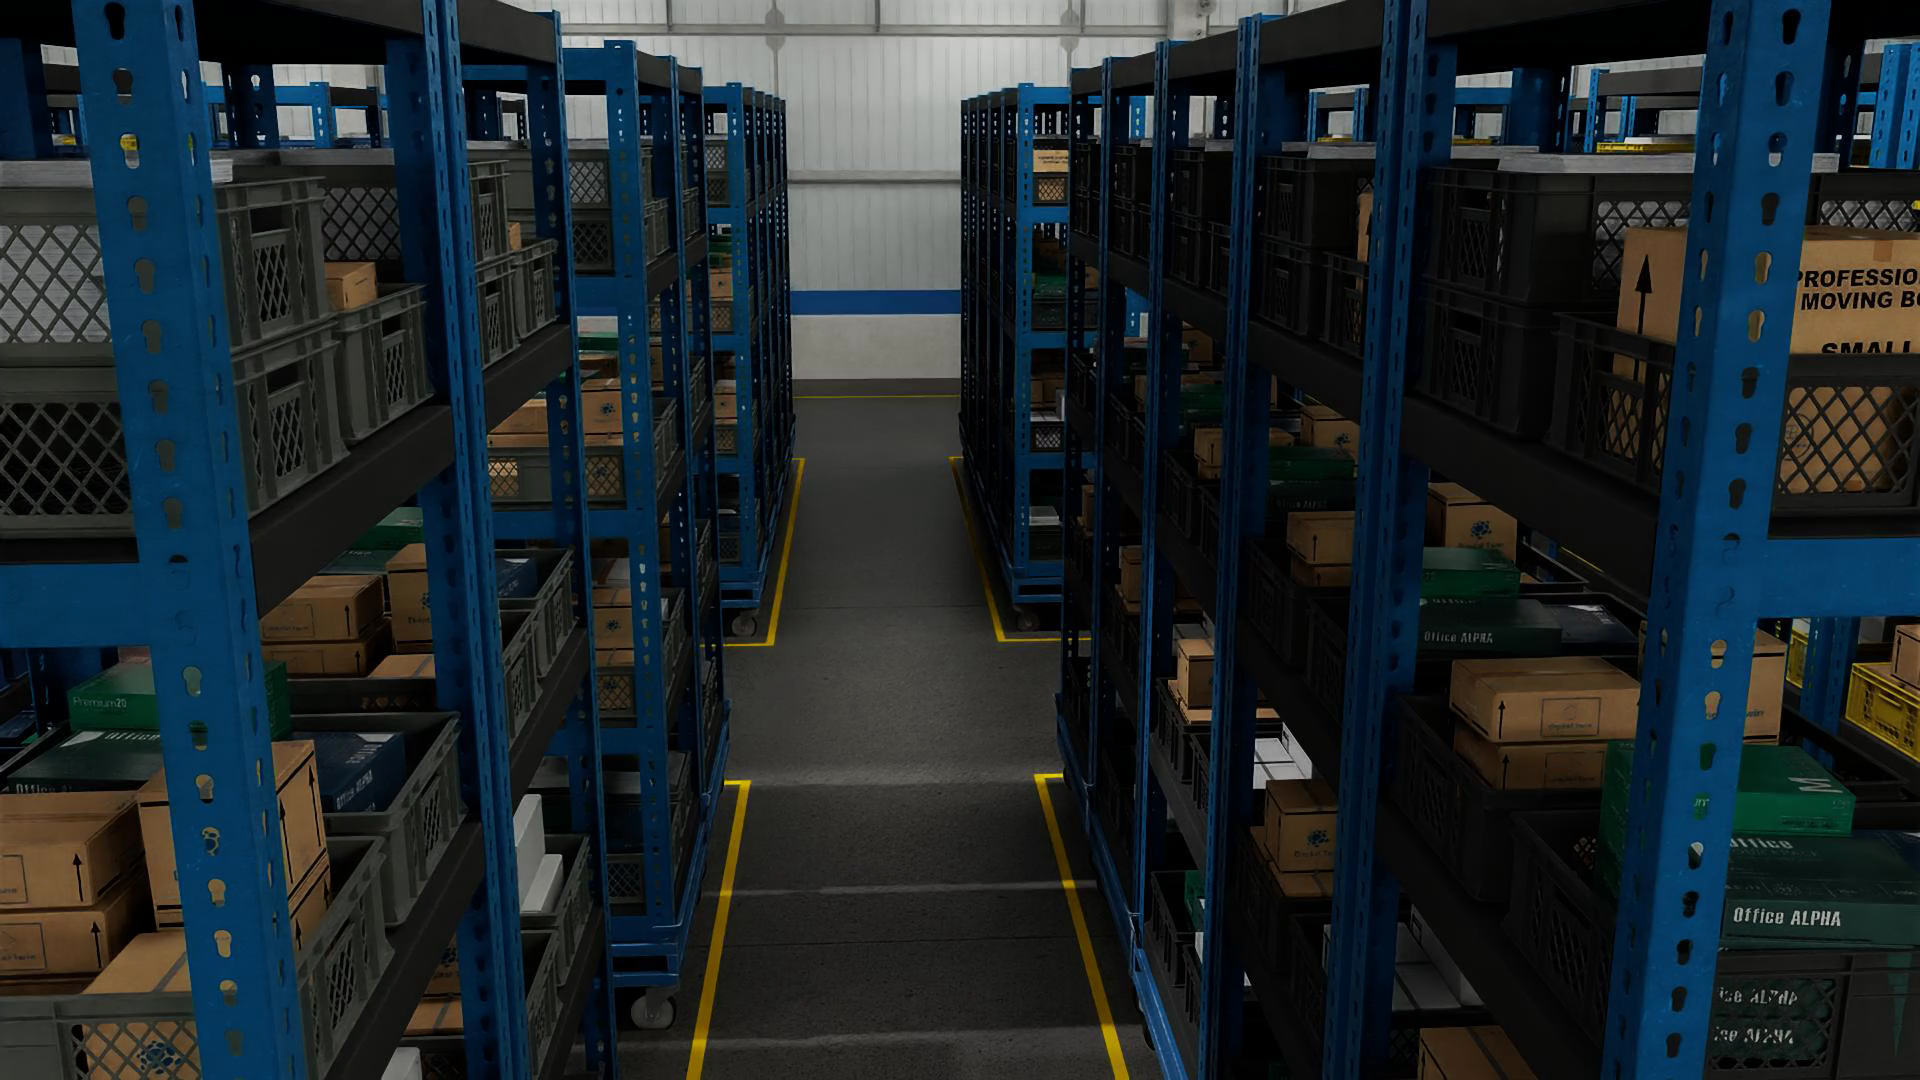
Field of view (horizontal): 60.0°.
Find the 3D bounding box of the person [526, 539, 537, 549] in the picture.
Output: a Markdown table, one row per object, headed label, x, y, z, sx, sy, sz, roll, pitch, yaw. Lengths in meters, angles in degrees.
| label | x | y | z | sx | sy | sz | roll | pitch | yaw |
| --- | --- | --- | --- | --- | --- | --- | --- | --- | --- |
| person | -2.655 | -0.203 | 10.488 | 0.413 | 1.985 | 0.609 | -1 | 14 | -4 |
